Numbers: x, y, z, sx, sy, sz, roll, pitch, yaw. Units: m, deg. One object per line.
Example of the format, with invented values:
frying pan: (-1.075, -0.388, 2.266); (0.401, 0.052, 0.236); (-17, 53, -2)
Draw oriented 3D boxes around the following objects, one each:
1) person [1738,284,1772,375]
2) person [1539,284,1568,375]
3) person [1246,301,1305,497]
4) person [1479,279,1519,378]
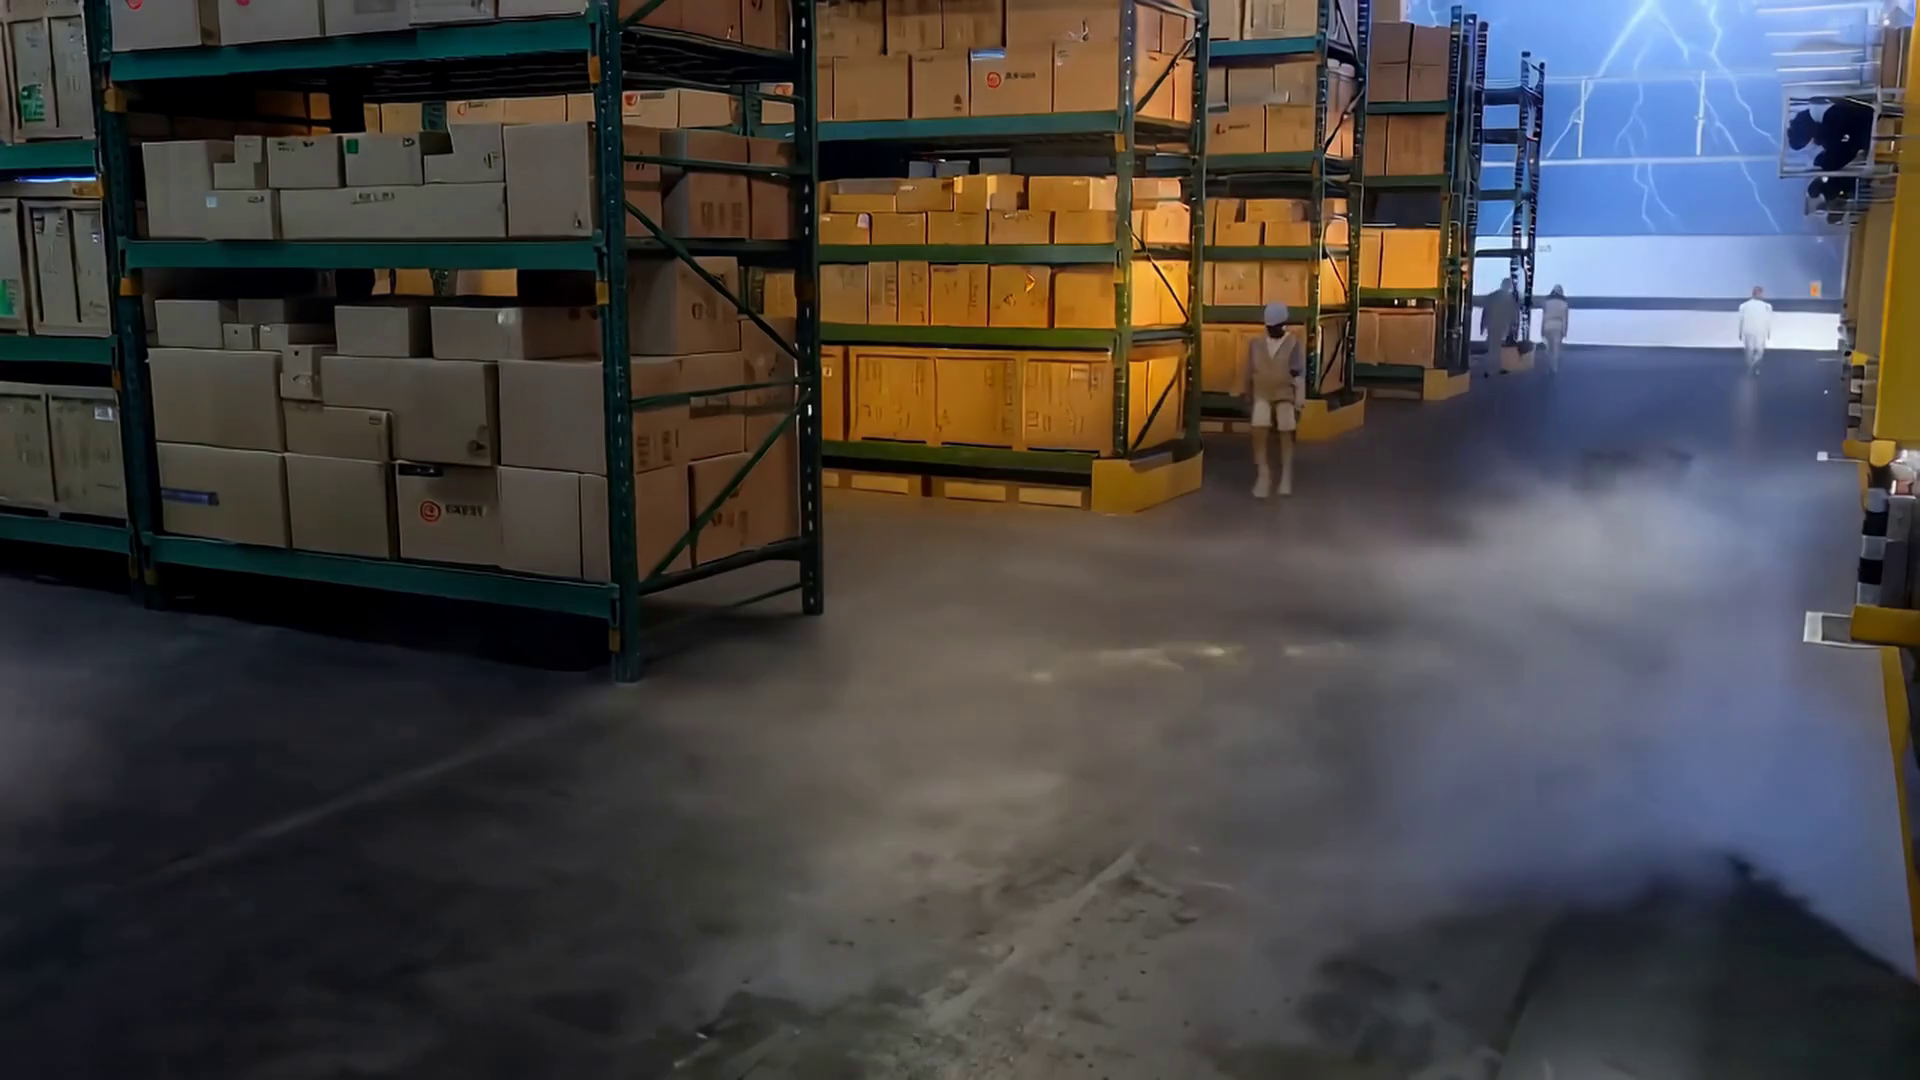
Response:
person: (15.116, -3.992, 31.648); (0.590, 1.732, 0.411); (5, 11, 27)
person: (11.404, -4.036, 31.928); (0.508, 1.730, 0.464); (5, 11, 26)
person: (2.999, -1.344, 15.941); (0.604, 1.868, 0.891); (5, 11, 25)
person: (10.113, -3.940, 31.109); (1.031, 1.828, 0.654); (-7, 12, -35)
